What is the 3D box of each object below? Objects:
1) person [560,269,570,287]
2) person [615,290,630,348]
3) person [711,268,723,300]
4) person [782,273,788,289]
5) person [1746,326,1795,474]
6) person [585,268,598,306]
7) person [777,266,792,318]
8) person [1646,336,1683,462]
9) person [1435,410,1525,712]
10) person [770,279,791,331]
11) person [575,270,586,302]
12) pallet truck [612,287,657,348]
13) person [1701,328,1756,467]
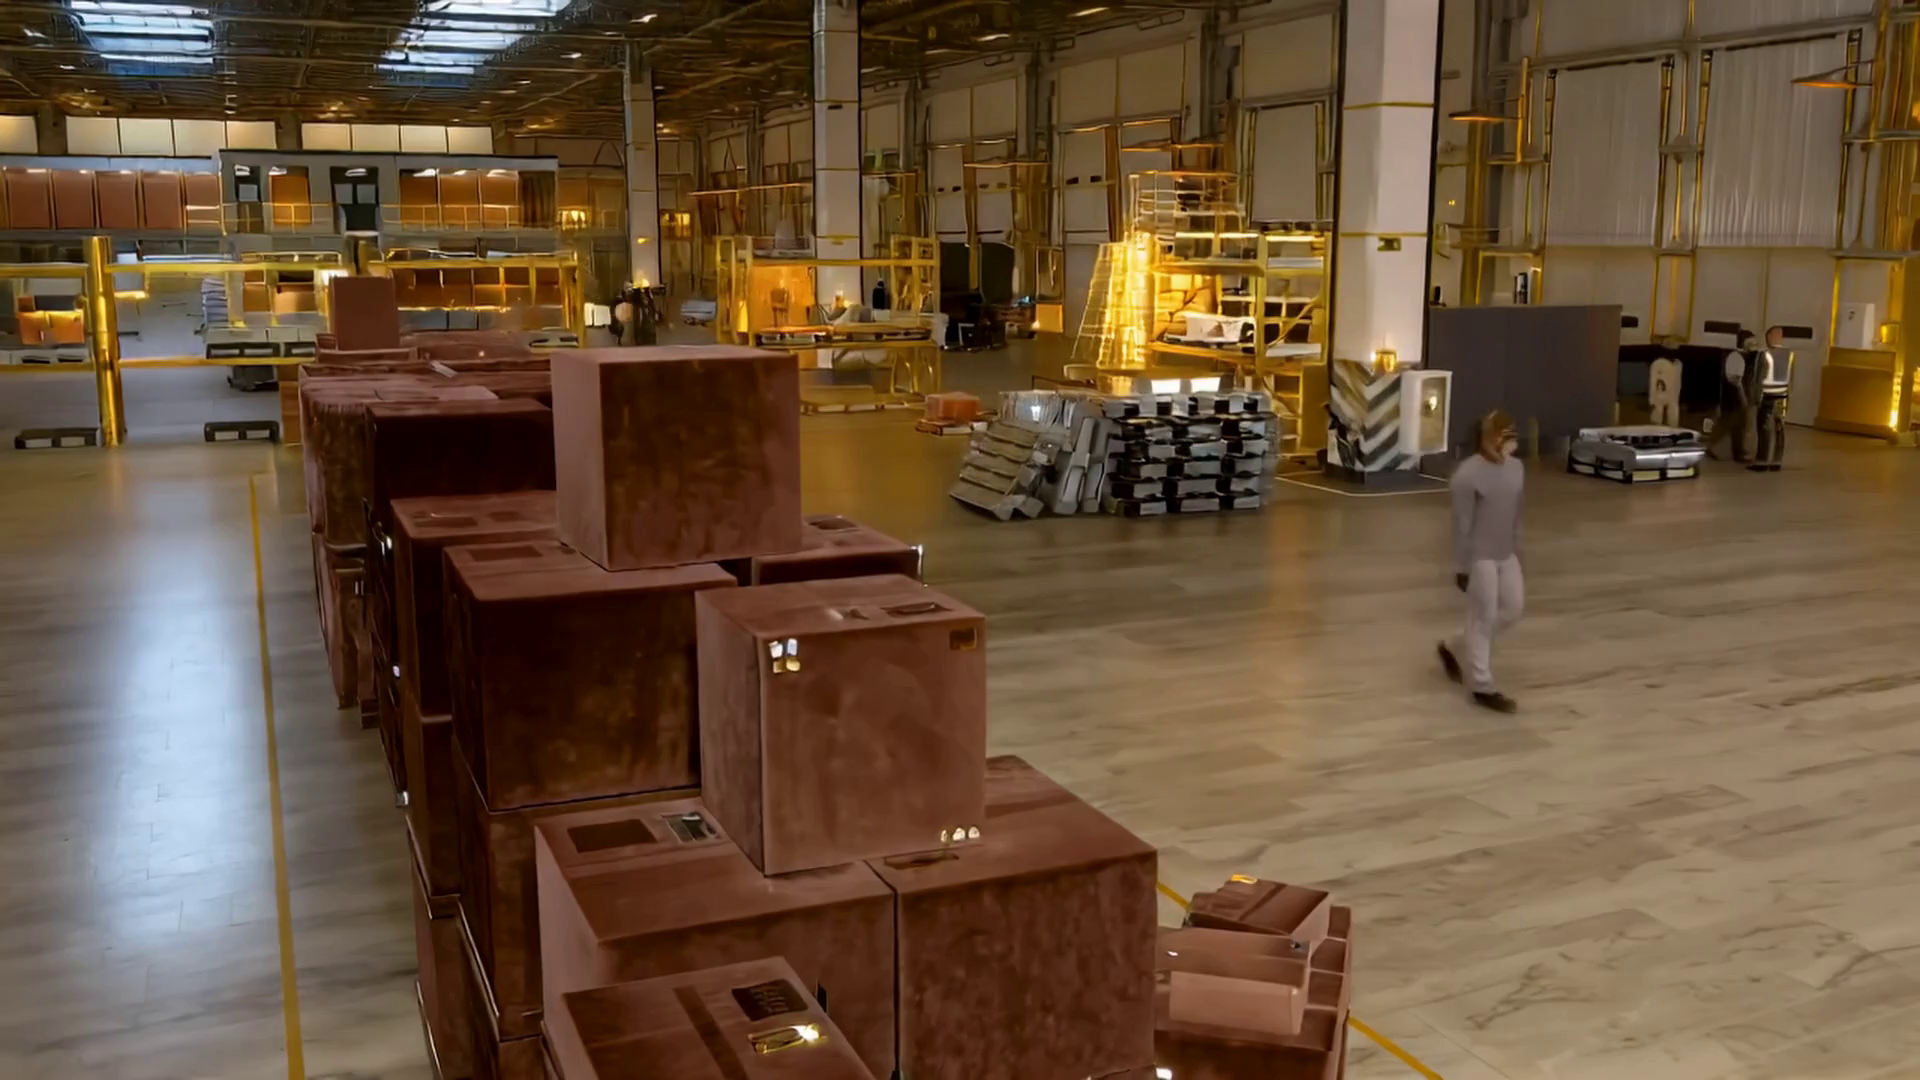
[{"bbox_3d":[-13.991,-8.711,59.348,0.548,1.922,0.681,8,13,38],"label":"person"},{"bbox_3d":[-7.565,-4.713,37.502,0.581,1.850,0.533,4,11,20],"label":"person"},{"bbox_3d":[-11.851,-12.668,81.224,0.606,1.909,0.905,0,10,-3],"label":"person"},{"bbox_3d":[-7.075,-9.738,65.688,0.527,1.668,0.811,-9,13,-40],"label":"person"},{"bbox_3d":[10.374,-1.787,21.280,0.583,1.882,0.337,-3,11,-18],"label":"person"},{"bbox_3d":[-14.735,-9.948,66.395,0.619,1.839,0.430,6,12,29],"label":"person"},{"bbox_3d":[-6.571,-9.124,61.467,0.643,1.976,0.619,1,10,3],"label":"person"},{"bbox_3d":[9.378,-1.877,22.251,0.491,1.720,0.770,-2,11,-13],"label":"person"},{"bbox_3d":[3.344,0.121,10.650,0.647,1.927,0.565,-8,13,-36],"label":"person"},{"bbox_3d":[-5.138,-6.509,47.424,0.634,1.842,0.429,3,11,16],"label":"person"},{"bbox_3d":[-15.383,-10.096,67.402,0.312,1.768,0.530,7,13,35],"label":"person"},{"bbox_3d":[-6.464,-4.406,35.401,0.823,1.965,1.885,6,12,32],"label":"pallet truck"},{"bbox_3d":[10.169,-1.874,21.908,0.791,1.826,0.615,4,11,19],"label":"person"}]
